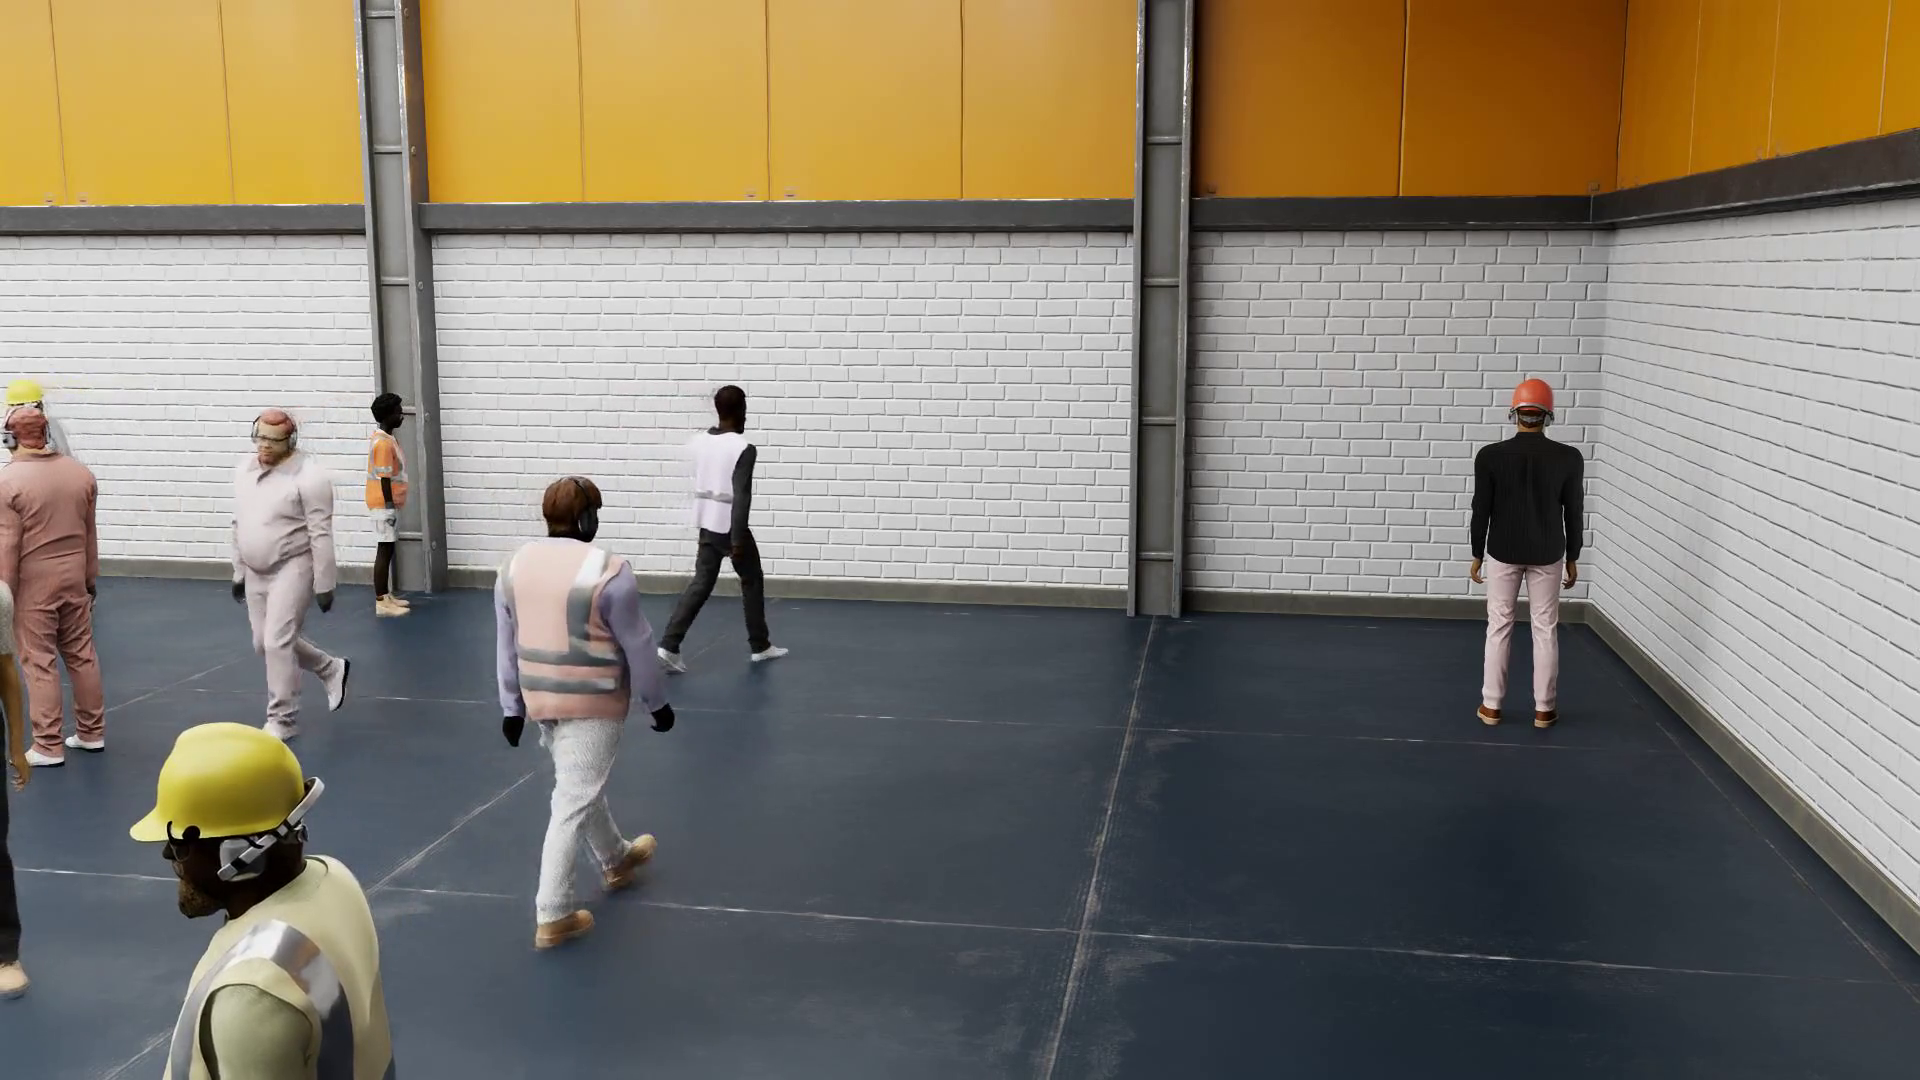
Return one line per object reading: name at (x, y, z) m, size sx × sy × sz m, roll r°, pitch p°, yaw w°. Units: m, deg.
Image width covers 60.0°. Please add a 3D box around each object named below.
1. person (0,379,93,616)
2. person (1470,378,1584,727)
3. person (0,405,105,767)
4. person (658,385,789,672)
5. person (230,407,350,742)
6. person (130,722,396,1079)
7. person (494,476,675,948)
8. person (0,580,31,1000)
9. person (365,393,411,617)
person at (-6.859, -0.296, 12.407) m, size 0.643 × 1.801 × 0.665 m, roll -4°, pitch 10°, yaw -23°
person at (3.227, 0.079, 9.495) m, size 0.616 × 1.997 × 0.373 m, roll 3°, pitch 10°, yaw 15°
person at (-4.849, 0.242, 8.777) m, size 0.401 × 1.904 × 0.650 m, roll 3°, pitch 10°, yaw 18°
person at (-1.589, -0.073, 10.848) m, size 0.600 × 1.875 × 0.985 m, roll 8°, pitch 12°, yaw 40°
person at (-3.721, 0.183, 9.268) m, size 0.643 × 1.871 × 0.753 m, roll 5°, pitch 10°, yaw 28°
person at (-1.240, 1.215, 3.038) m, size 0.403 × 1.825 × 0.595 m, roll -1°, pitch 9°, yaw -7°
person at (-1.449, 0.638, 6.661) m, size 0.631 × 1.798 × 0.939 m, roll 5°, pitch 11°, yaw 30°
person at (-3.580, 0.744, 5.860) m, size 0.514 × 1.843 × 0.331 m, roll -6°, pitch 11°, yaw -33°
person at (-4.330, -0.267, 12.586) m, size 0.321 × 1.690 × 0.529 m, roll -3°, pitch 10°, yaw -18°
